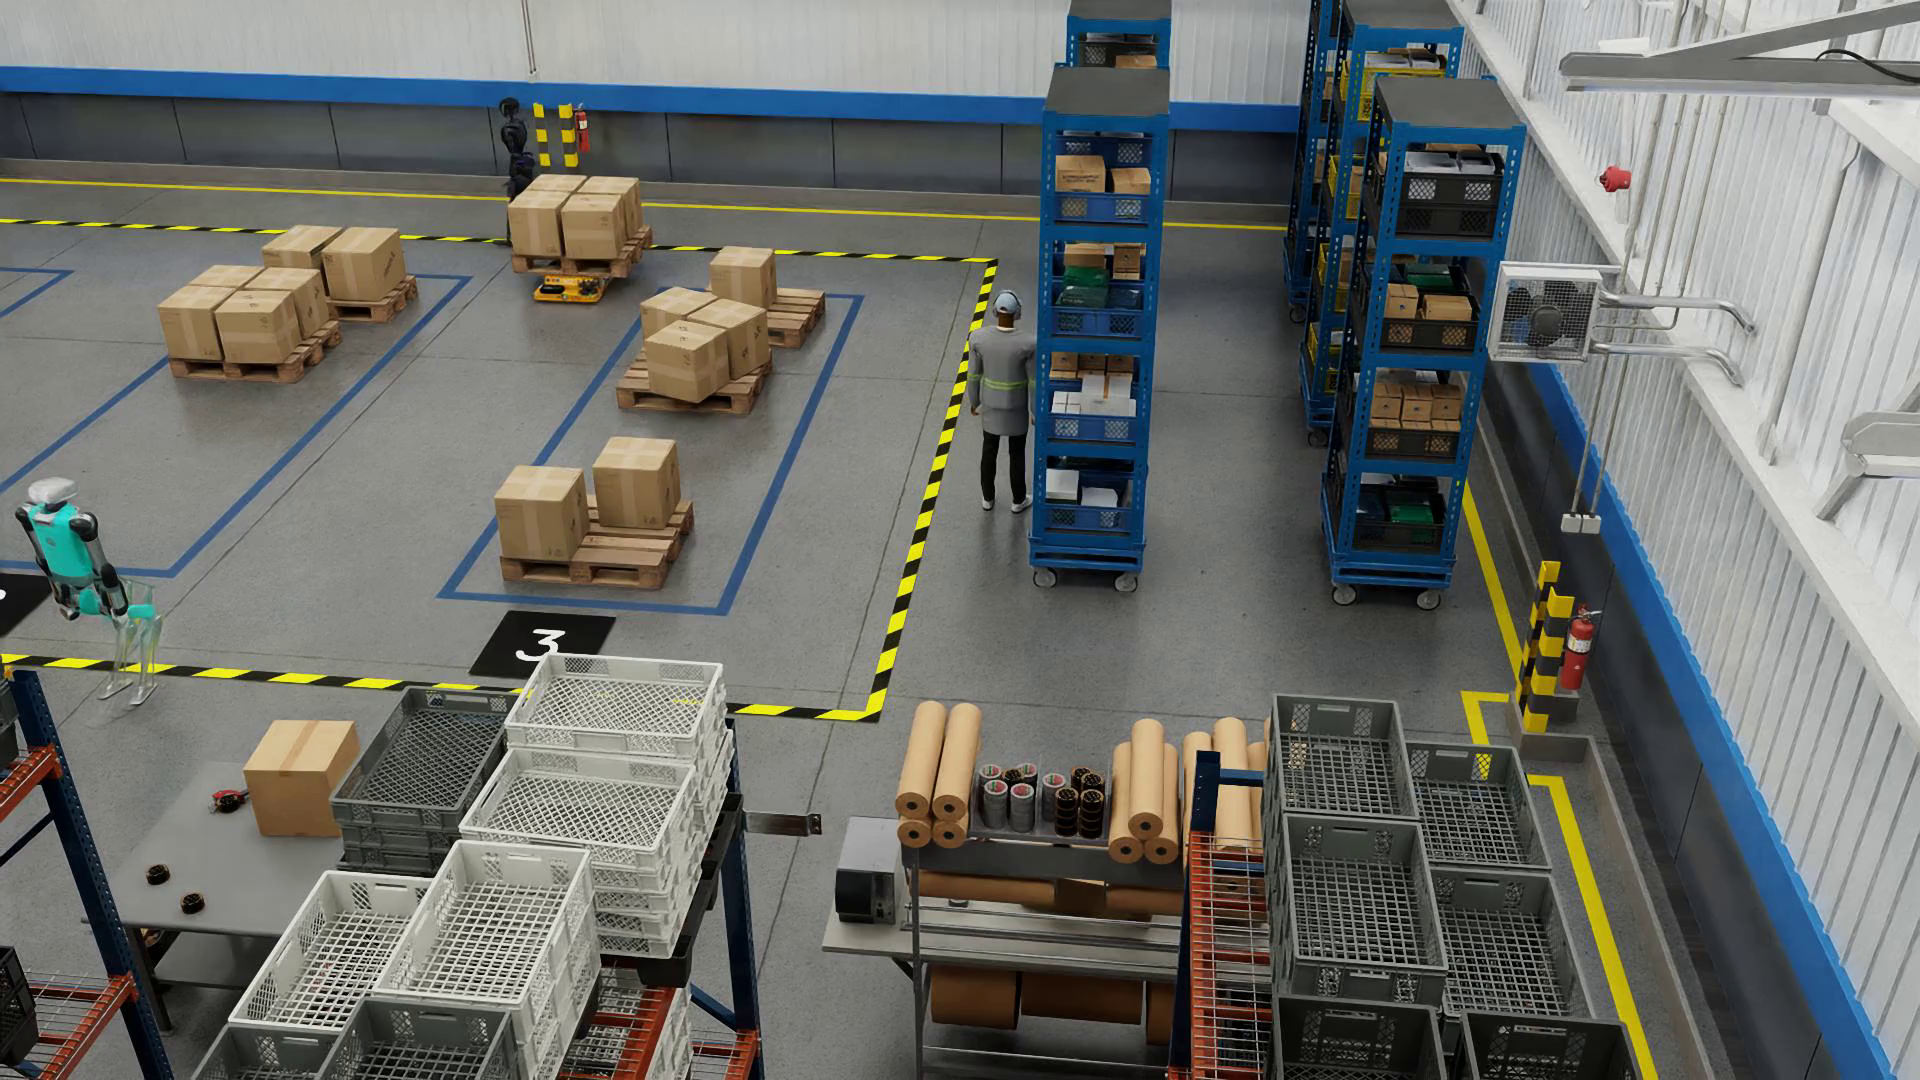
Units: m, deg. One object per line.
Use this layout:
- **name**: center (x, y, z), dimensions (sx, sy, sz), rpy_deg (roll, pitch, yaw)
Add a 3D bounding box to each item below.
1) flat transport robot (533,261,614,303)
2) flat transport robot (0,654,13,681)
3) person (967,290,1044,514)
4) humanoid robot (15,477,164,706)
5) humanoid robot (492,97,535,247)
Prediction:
- **flat transport robot**: center (-3.963, -2.874, 17.582), dimensions (0.652, 0.197, 1.431), rpy_deg (3, 30, 6)
- **flat transport robot**: center (-7.142, 0.969, 11.010), dimensions (1.431, 0.231, 0.659), rpy_deg (3, 30, 6)
- **person**: center (0.361, -1.080, 12.954), dimensions (0.598, 1.850, 0.387), rpy_deg (8, 31, 13)
- **humanoid robot**: center (-5.441, 0.259, 10.635), dimensions (0.533, 1.677, 0.735), rpy_deg (8, 31, 14)
- **humanoid robot**: center (-4.871, -4.034, 18.216), dimensions (0.658, 1.634, 0.586), rpy_deg (-2, 30, -3)
